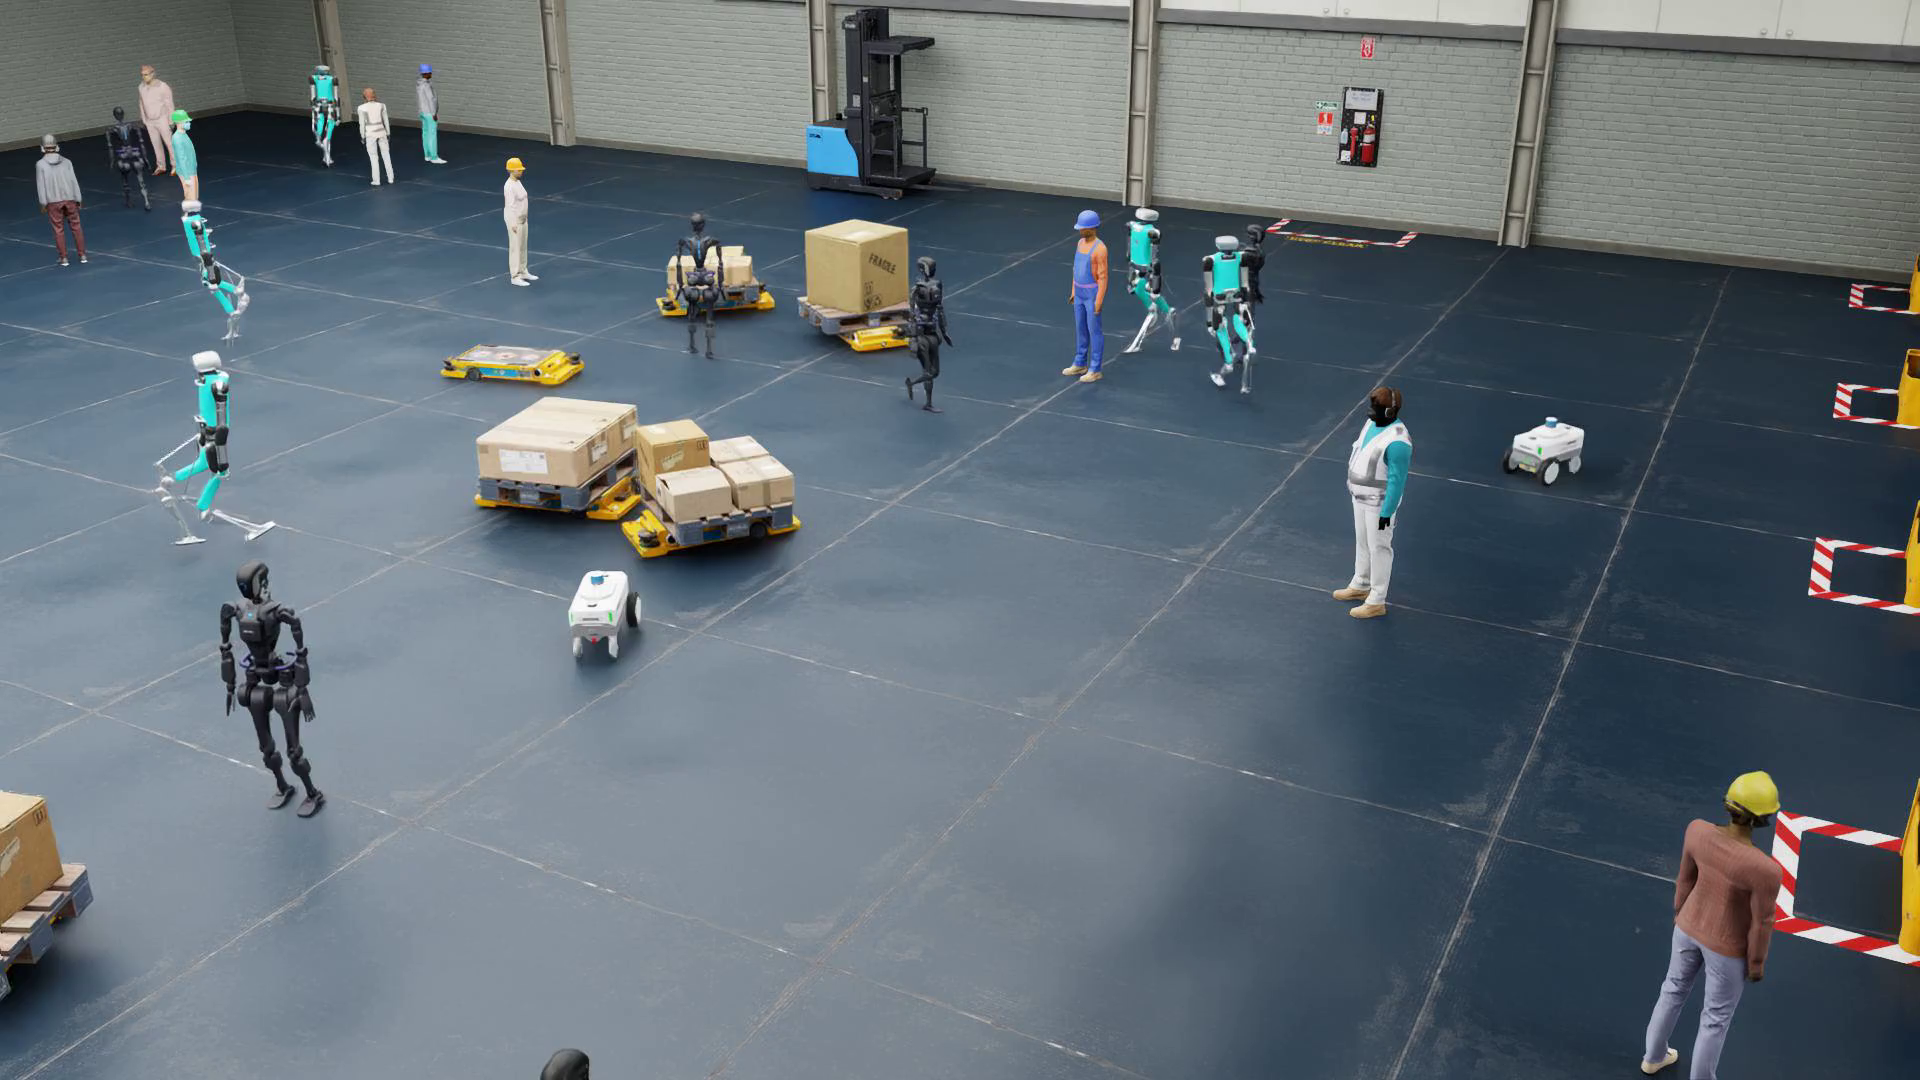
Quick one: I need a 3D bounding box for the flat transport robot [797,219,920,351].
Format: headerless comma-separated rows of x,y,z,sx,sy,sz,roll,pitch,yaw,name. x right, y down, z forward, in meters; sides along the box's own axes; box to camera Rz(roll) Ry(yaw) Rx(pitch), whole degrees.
-1.220,-2.587,20.185,0.659,0.231,1.431,-11,25,-23,flat transport robot

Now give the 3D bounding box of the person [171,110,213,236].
-11.537,-5.486,24.902,0.354,1.872,0.529,-5,24,-12,person

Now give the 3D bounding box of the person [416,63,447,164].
-9.703,-7.790,30.390,0.361,1.776,0.528,-15,28,-32,person

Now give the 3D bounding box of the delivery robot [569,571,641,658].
-2.723,0.514,12.588,0.499,0.582,0.773,-1,23,-1,delivery robot

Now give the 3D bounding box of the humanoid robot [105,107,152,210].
-13.338,-6.116,26.682,0.601,1.627,0.791,-19,29,-37,humanoid robot

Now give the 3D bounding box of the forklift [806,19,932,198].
-1.573,-7.292,27.850,1.873,2.768,1.129,12,26,25,forklift

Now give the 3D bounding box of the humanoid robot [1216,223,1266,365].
3.223,-2.795,18.890,0.454,1.647,0.591,9,25,21,humanoid robot

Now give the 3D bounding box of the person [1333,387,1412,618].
3.202,-0.305,12.877,0.429,1.846,0.624,-4,24,-9,person

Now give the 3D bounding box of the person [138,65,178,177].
-14.098,-7.356,29.215,0.650,1.905,0.406,6,24,13,person

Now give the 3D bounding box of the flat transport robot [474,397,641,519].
-3.630,-0.446,15.202,1.431,0.231,0.659,6,24,14,flat transport robot

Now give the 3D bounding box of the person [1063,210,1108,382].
1.413,-2.699,18.378,0.370,1.903,0.522,-14,27,-30,person

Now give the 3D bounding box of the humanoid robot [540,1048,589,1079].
-1.480,2.647,6.227,0.609,1.645,0.407,3,23,7,humanoid robot

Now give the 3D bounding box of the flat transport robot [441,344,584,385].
-5.046,-1.974,18.758,1.431,0.231,0.659,5,24,12,flat transport robot

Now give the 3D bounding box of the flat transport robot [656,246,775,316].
-3.147,-3.093,21.363,1.431,0.231,0.659,-7,24,-16,flat transport robot

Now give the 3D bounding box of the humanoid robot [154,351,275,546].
-6.402,-0.674,13.909,1.025,1.752,0.545,-16,28,-32,humanoid robot

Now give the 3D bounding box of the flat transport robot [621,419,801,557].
-2.153,-0.143,14.496,1.431,0.231,0.659,-11,26,-24,flat transport robot

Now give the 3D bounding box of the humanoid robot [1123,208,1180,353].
2.344,-2.982,19.311,0.899,1.822,0.556,-15,28,-32,humanoid robot

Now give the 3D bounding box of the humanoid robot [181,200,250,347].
-8.667,-3.087,19.611,0.743,1.885,0.547,-15,28,-32,humanoid robot

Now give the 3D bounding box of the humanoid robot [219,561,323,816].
-4.268,0.909,10.246,0.588,1.650,0.383,2,23,5,humanoid robot

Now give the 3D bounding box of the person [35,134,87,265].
-12.624,-4.777,23.340,0.548,1.806,0.380,-20,30,-38,person

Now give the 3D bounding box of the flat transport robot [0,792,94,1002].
-5.445,2.255,8.912,0.659,0.231,1.431,1,23,3,flat transport robot

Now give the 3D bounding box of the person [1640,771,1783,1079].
3.607,1.881,7.902,0.341,1.758,0.519,-11,26,-25,person

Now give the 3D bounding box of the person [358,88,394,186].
-10.023,-6.917,28.529,0.521,1.636,0.309,-17,29,-35,person

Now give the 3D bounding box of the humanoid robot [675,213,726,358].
-3.011,-2.951,19.260,0.583,1.634,0.482,-5,24,-12,humanoid robot

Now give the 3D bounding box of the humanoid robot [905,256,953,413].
-0.402,-2.176,17.463,0.608,1.632,0.601,16,28,33,humanoid robot

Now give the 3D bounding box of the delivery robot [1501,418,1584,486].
5.575,-0.859,15.814,0.807,0.606,0.499,-16,28,-32,delivery robot

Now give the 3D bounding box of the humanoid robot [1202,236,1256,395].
2.926,-2.302,17.725,0.563,1.753,1.057,-6,24,-13,humanoid robot

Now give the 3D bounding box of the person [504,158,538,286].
-5.924,-4.267,22.296,0.332,1.691,0.469,2,23,4,person

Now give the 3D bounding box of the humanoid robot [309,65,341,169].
-11.524,-7.590,30.046,0.559,1.826,0.887,0,23,0,humanoid robot
